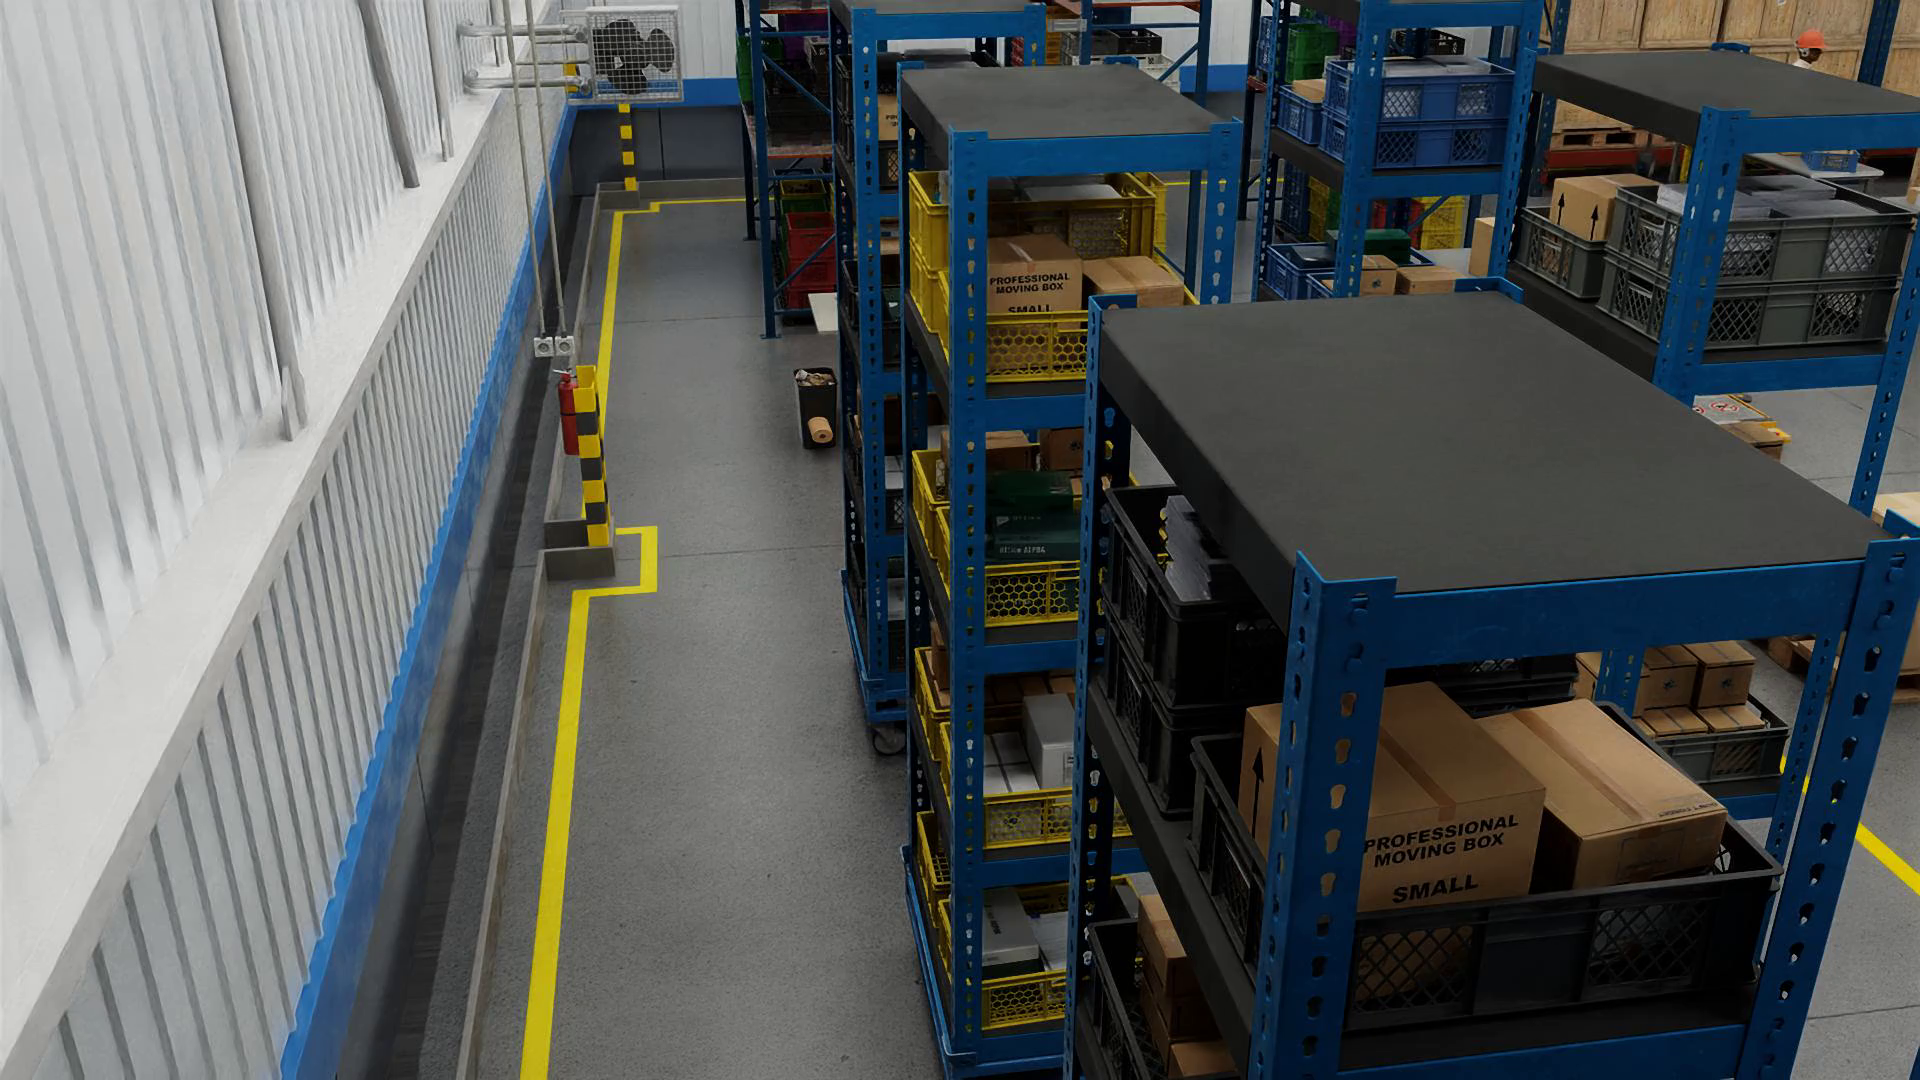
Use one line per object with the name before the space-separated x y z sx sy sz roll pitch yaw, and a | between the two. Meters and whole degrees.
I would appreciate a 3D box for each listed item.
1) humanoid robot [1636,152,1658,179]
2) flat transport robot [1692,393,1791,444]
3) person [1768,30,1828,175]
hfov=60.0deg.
humanoid robot | 5.688 -2.474 14.045 0.538 1.634 0.734 17 30 33
flat transport robot | 5.224 -0.859 12.132 1.431 0.197 0.652 -4 25 -8
person | 8.992 -4.478 17.970 0.375 1.995 0.608 16 29 31
